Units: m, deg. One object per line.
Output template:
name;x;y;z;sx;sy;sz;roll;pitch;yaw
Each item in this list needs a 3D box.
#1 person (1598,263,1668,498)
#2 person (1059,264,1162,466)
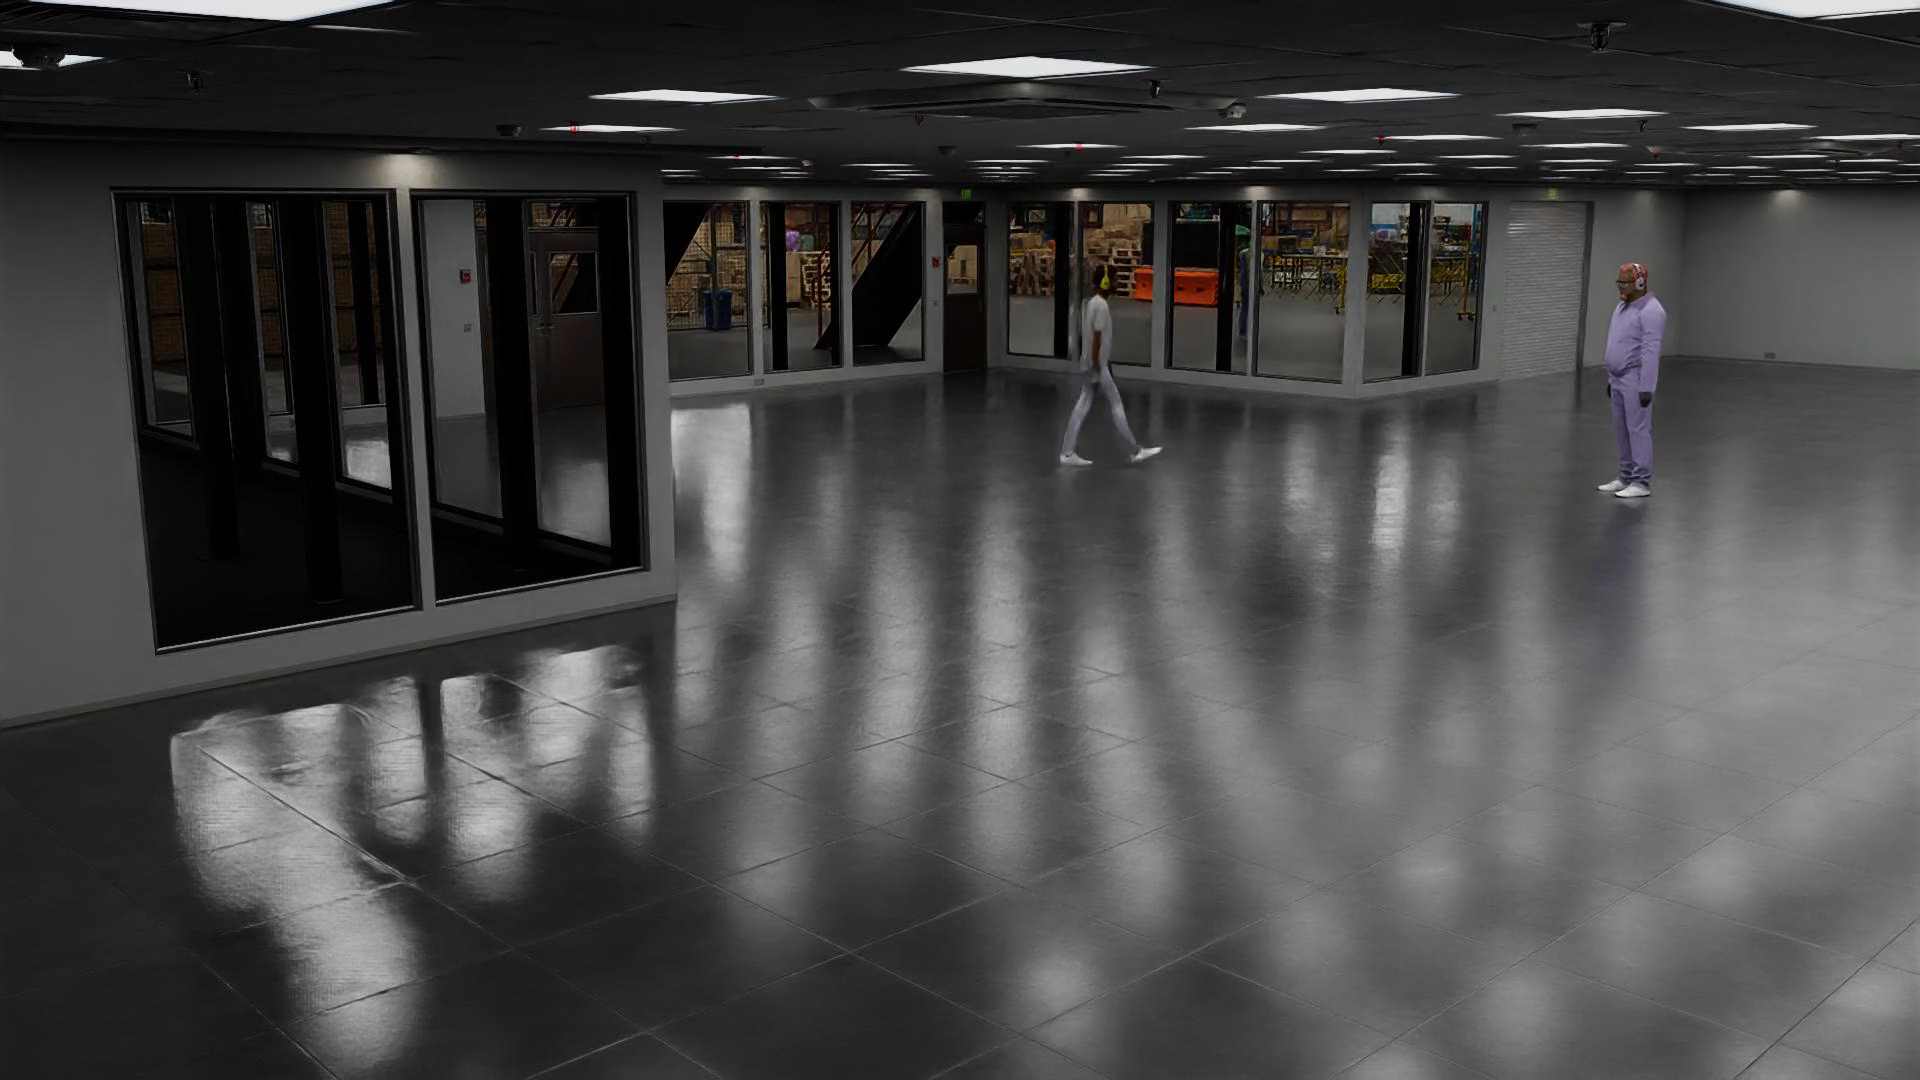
person;5.420;-1.286;13.468;0.394;1.892;0.642;0;11;-2
person;1.340;-1.565;15.021;0.957;1.818;0.553;-2;11;-8
